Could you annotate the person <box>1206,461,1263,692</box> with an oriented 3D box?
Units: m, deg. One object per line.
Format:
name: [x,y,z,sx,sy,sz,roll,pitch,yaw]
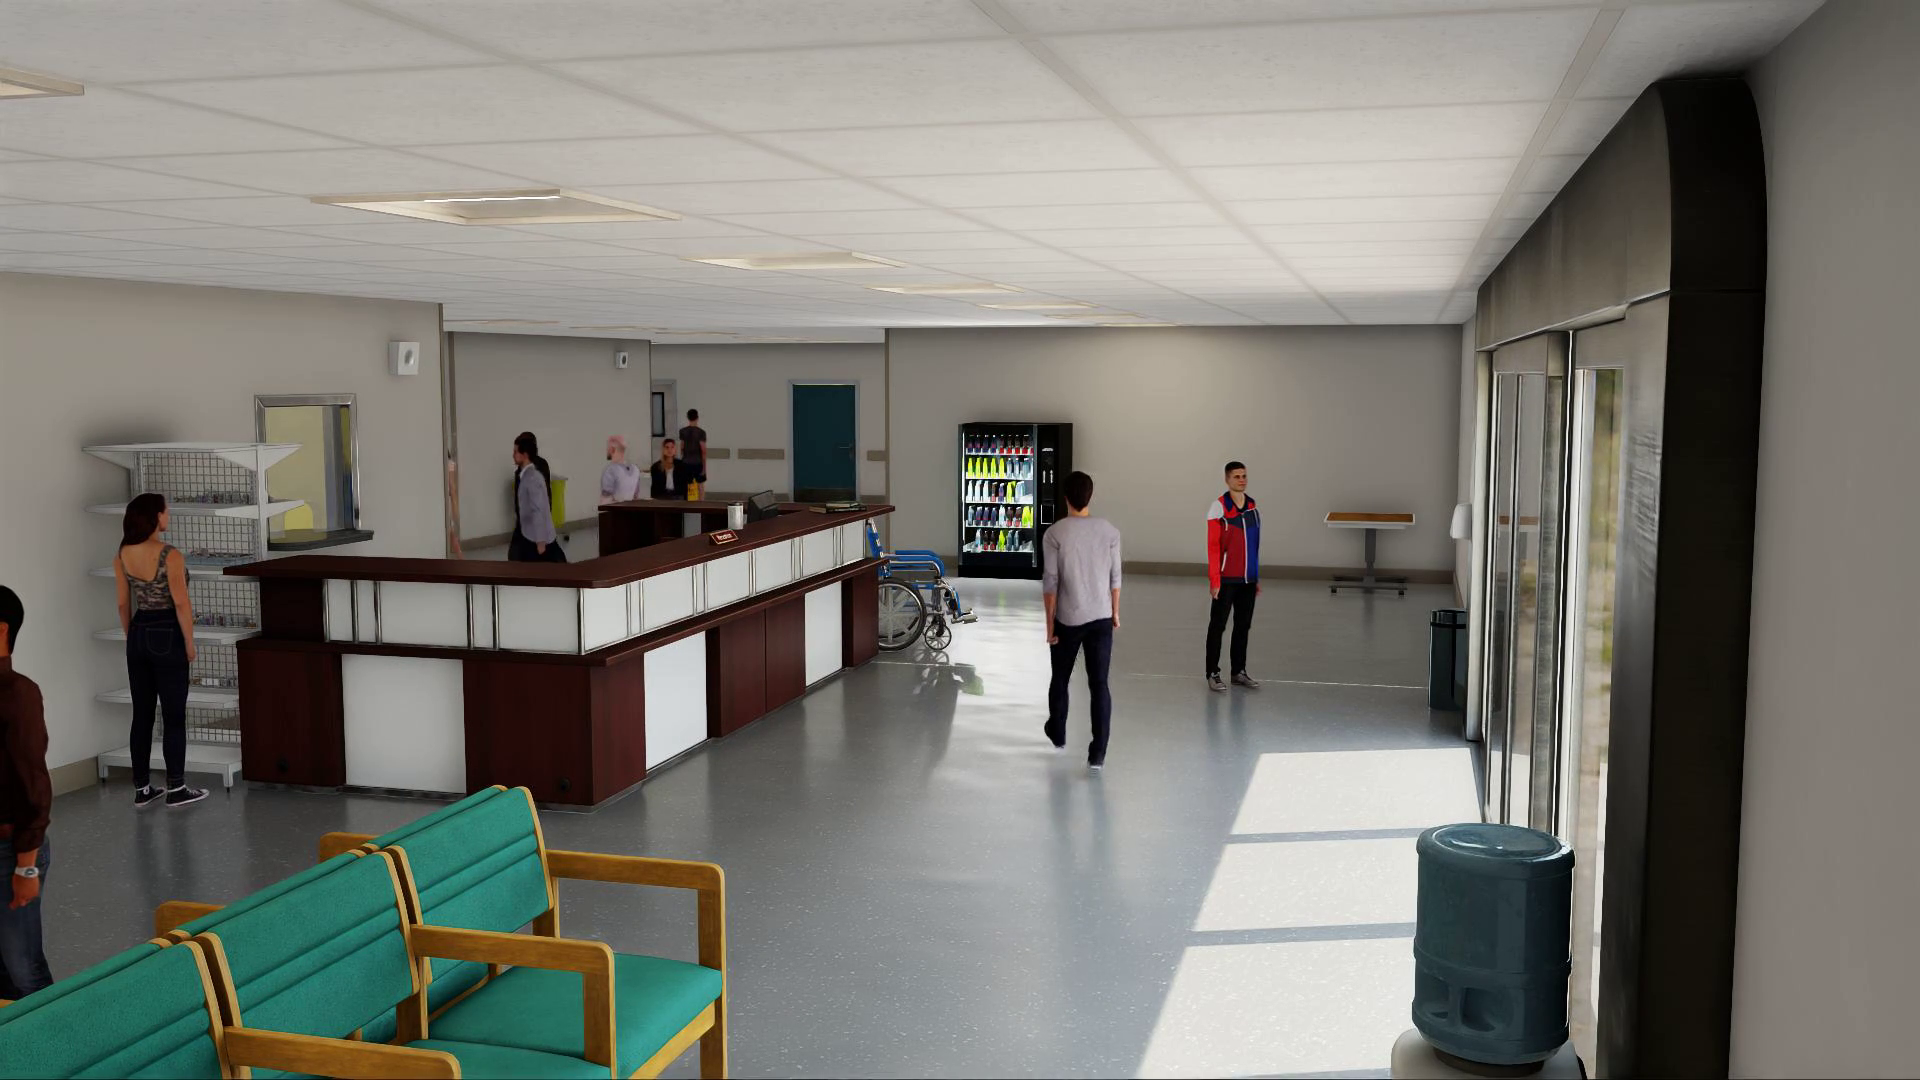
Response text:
person: [2.117,0.270,12.857,0.694,1.757,0.770,-3,6,-26]

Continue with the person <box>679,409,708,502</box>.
person: [-4.384,-1.185,26.993,1.096,1.821,0.793,1,6,8]

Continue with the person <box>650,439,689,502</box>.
person: [-3.422,-0.365,19.614,0.655,1.666,0.748,-2,6,-16]

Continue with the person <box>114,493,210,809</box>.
person: [-4.536,0.612,9.388,0.467,1.770,0.668,1,6,12]

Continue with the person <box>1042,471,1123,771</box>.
person: [0.774,0.522,10.151,1.196,1.796,1.041,-1,6,-7]

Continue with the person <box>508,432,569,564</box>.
person: [-4.453,-0.247,17.793,1.268,1.796,1.101,5,8,40]

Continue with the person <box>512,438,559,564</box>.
person: [-3.819,-0.018,15.457,1.314,1.809,1.035,-1,6,-9]

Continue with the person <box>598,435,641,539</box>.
person: [-3.258,-0.094,16.204,1.139,1.811,0.779,3,6,25]

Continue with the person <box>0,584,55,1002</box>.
person: [-3.097,1.011,5.357,0.537,1.782,0.747,3,6,27]
